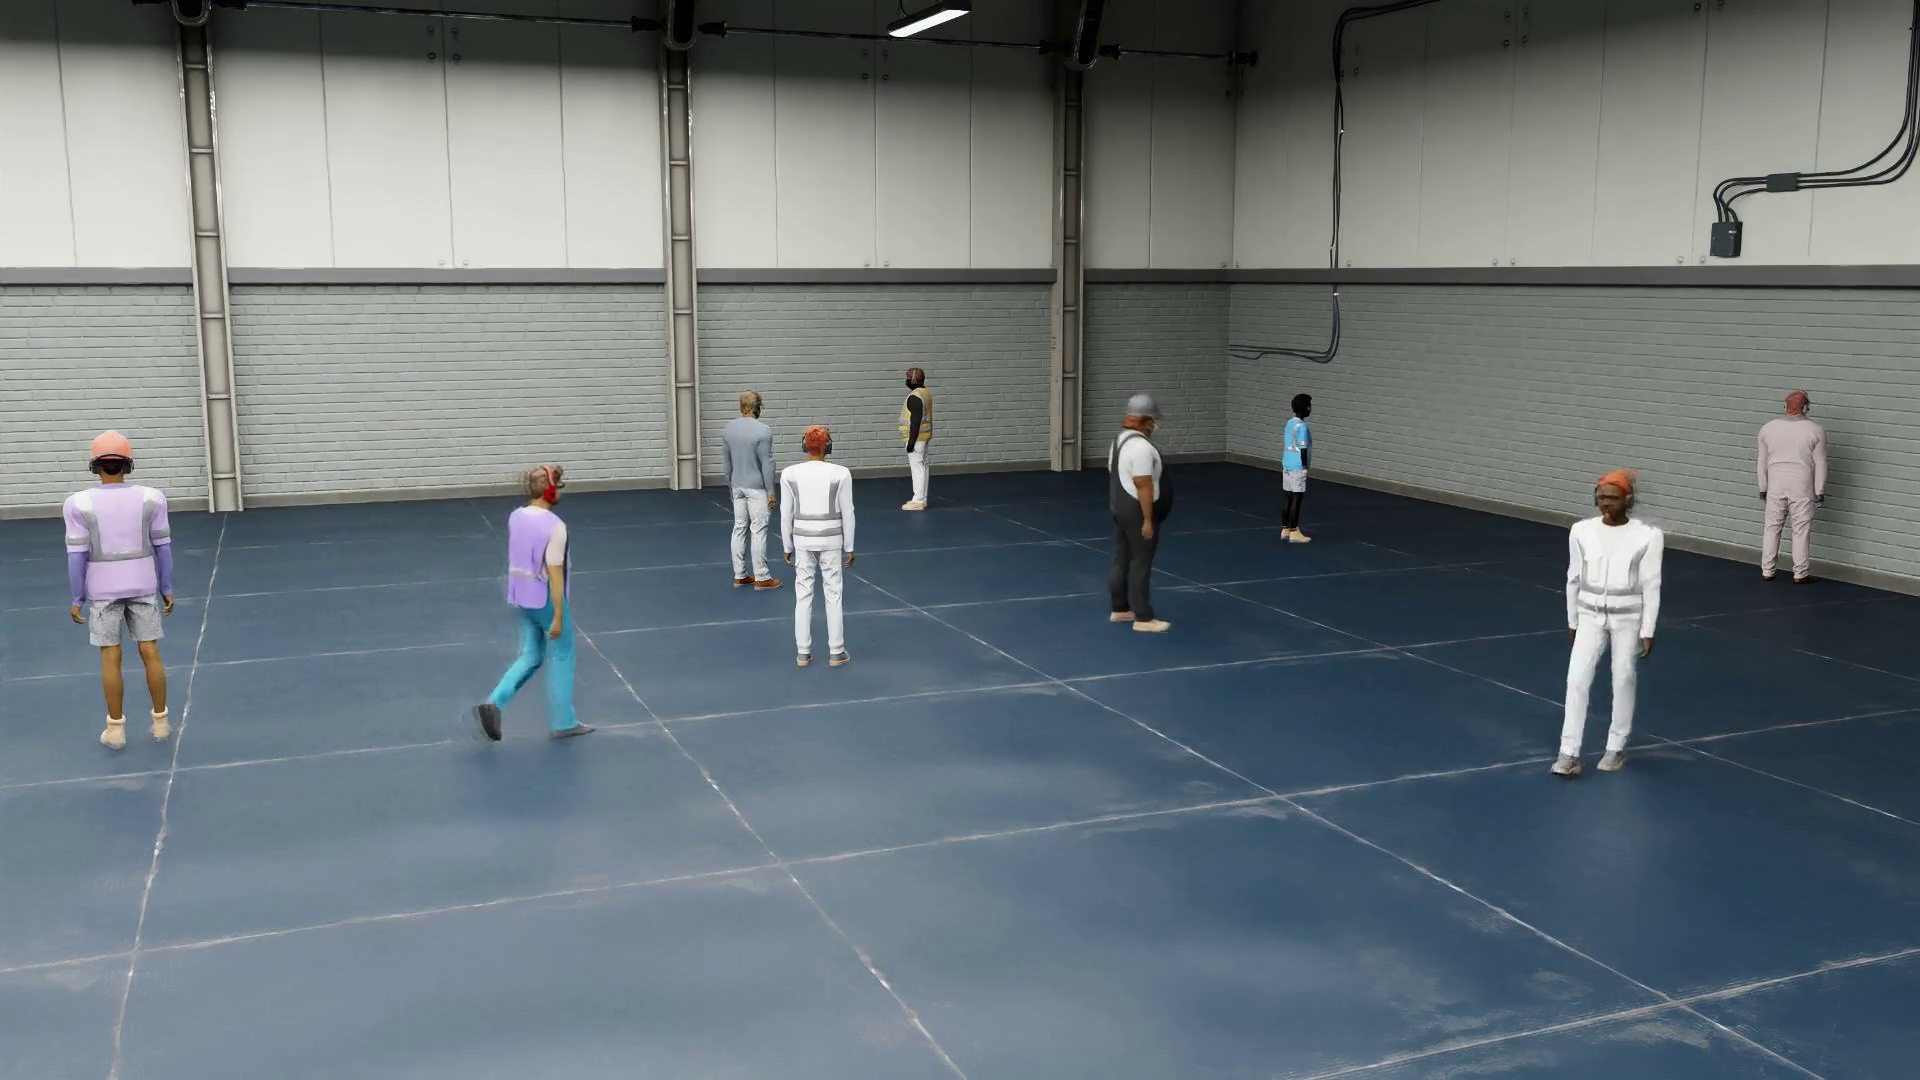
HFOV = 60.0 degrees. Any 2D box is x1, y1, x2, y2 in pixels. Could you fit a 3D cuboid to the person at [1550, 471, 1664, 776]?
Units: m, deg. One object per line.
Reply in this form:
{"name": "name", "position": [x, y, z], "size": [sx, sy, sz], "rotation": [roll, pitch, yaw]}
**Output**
{"name": "person", "position": [3.877, 0.529, 9.992], "size": [0.580, 1.856, 0.836], "rotation": [7, 11, 36]}

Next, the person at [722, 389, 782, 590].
{"name": "person", "position": [-2.013, -0.484, 16.076], "size": [0.628, 1.940, 0.373], "rotation": [7, 11, 36]}

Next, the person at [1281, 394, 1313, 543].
{"name": "person", "position": [3.848, -0.823, 18.948], "size": [0.318, 1.698, 0.539], "rotation": [-1, 9, -8]}

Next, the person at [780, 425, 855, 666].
{"name": "person", "position": [-1.097, 0.047, 12.918], "size": [0.581, 1.882, 0.351], "rotation": [1, 9, 5]}

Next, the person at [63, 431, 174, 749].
{"name": "person", "position": [-5.412, 0.315, 10.730], "size": [0.615, 2.041, 0.392], "rotation": [-7, 11, -37]}

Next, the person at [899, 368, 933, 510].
{"name": "person", "position": [-0.575, -1.310, 21.564], "size": [0.429, 1.845, 0.621], "rotation": [2, 9, 11]}

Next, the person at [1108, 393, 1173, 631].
{"name": "person", "position": [1.565, -0.257, 14.330], "size": [0.535, 2.000, 0.682], "rotation": [-2, 9, -15]}

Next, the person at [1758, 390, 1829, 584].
{"name": "person", "position": [8.198, -0.517, 16.386], "size": [0.643, 1.909, 0.410], "rotation": [8, 12, 43]}

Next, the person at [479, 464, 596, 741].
{"name": "person", "position": [-2.747, 0.423, 10.721], "size": [0.573, 1.828, 0.716], "rotation": [8, 12, 40]}
